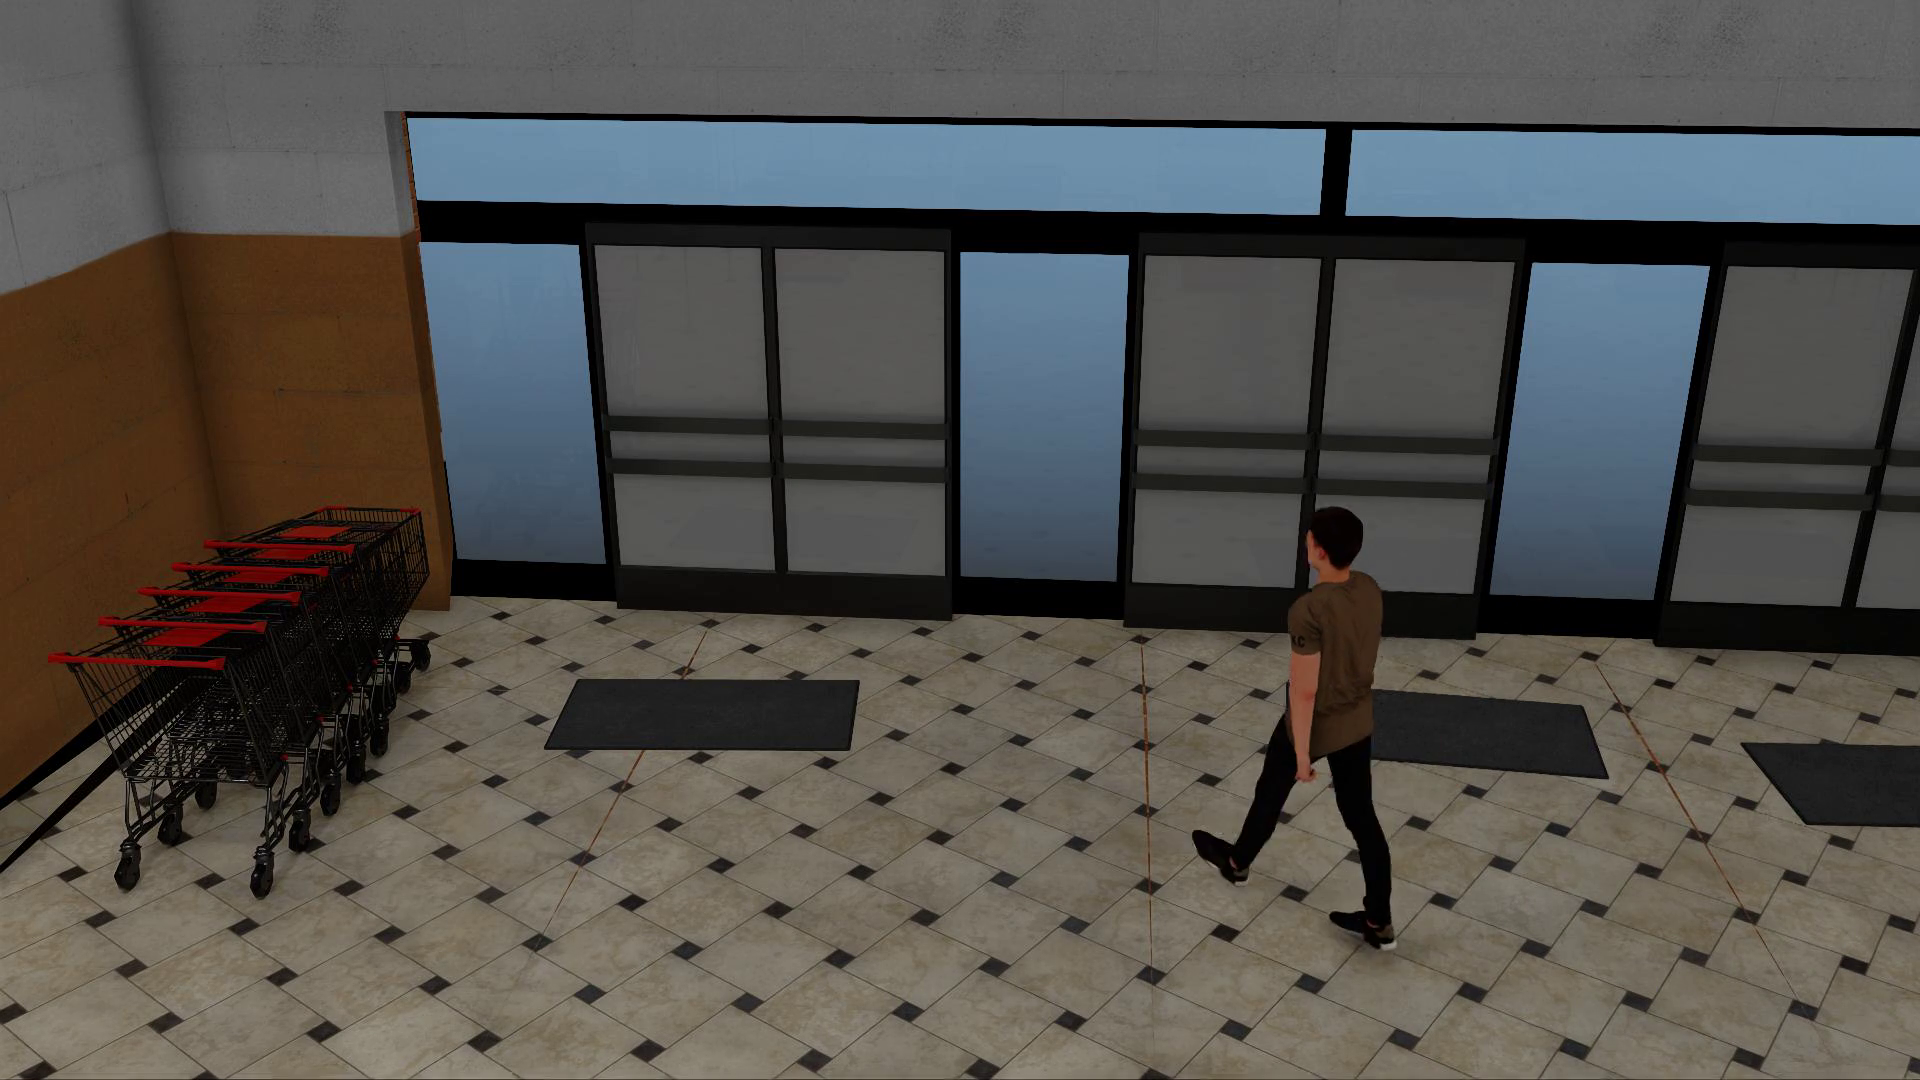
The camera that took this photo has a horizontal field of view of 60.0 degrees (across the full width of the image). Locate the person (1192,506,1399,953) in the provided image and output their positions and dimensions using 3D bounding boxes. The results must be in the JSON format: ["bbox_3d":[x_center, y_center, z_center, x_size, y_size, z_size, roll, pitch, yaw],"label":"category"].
[{"bbox_3d":[1.519,0.782,6.550,1.180,1.803,1.283,-15,27,-34],"label":"person"}]
